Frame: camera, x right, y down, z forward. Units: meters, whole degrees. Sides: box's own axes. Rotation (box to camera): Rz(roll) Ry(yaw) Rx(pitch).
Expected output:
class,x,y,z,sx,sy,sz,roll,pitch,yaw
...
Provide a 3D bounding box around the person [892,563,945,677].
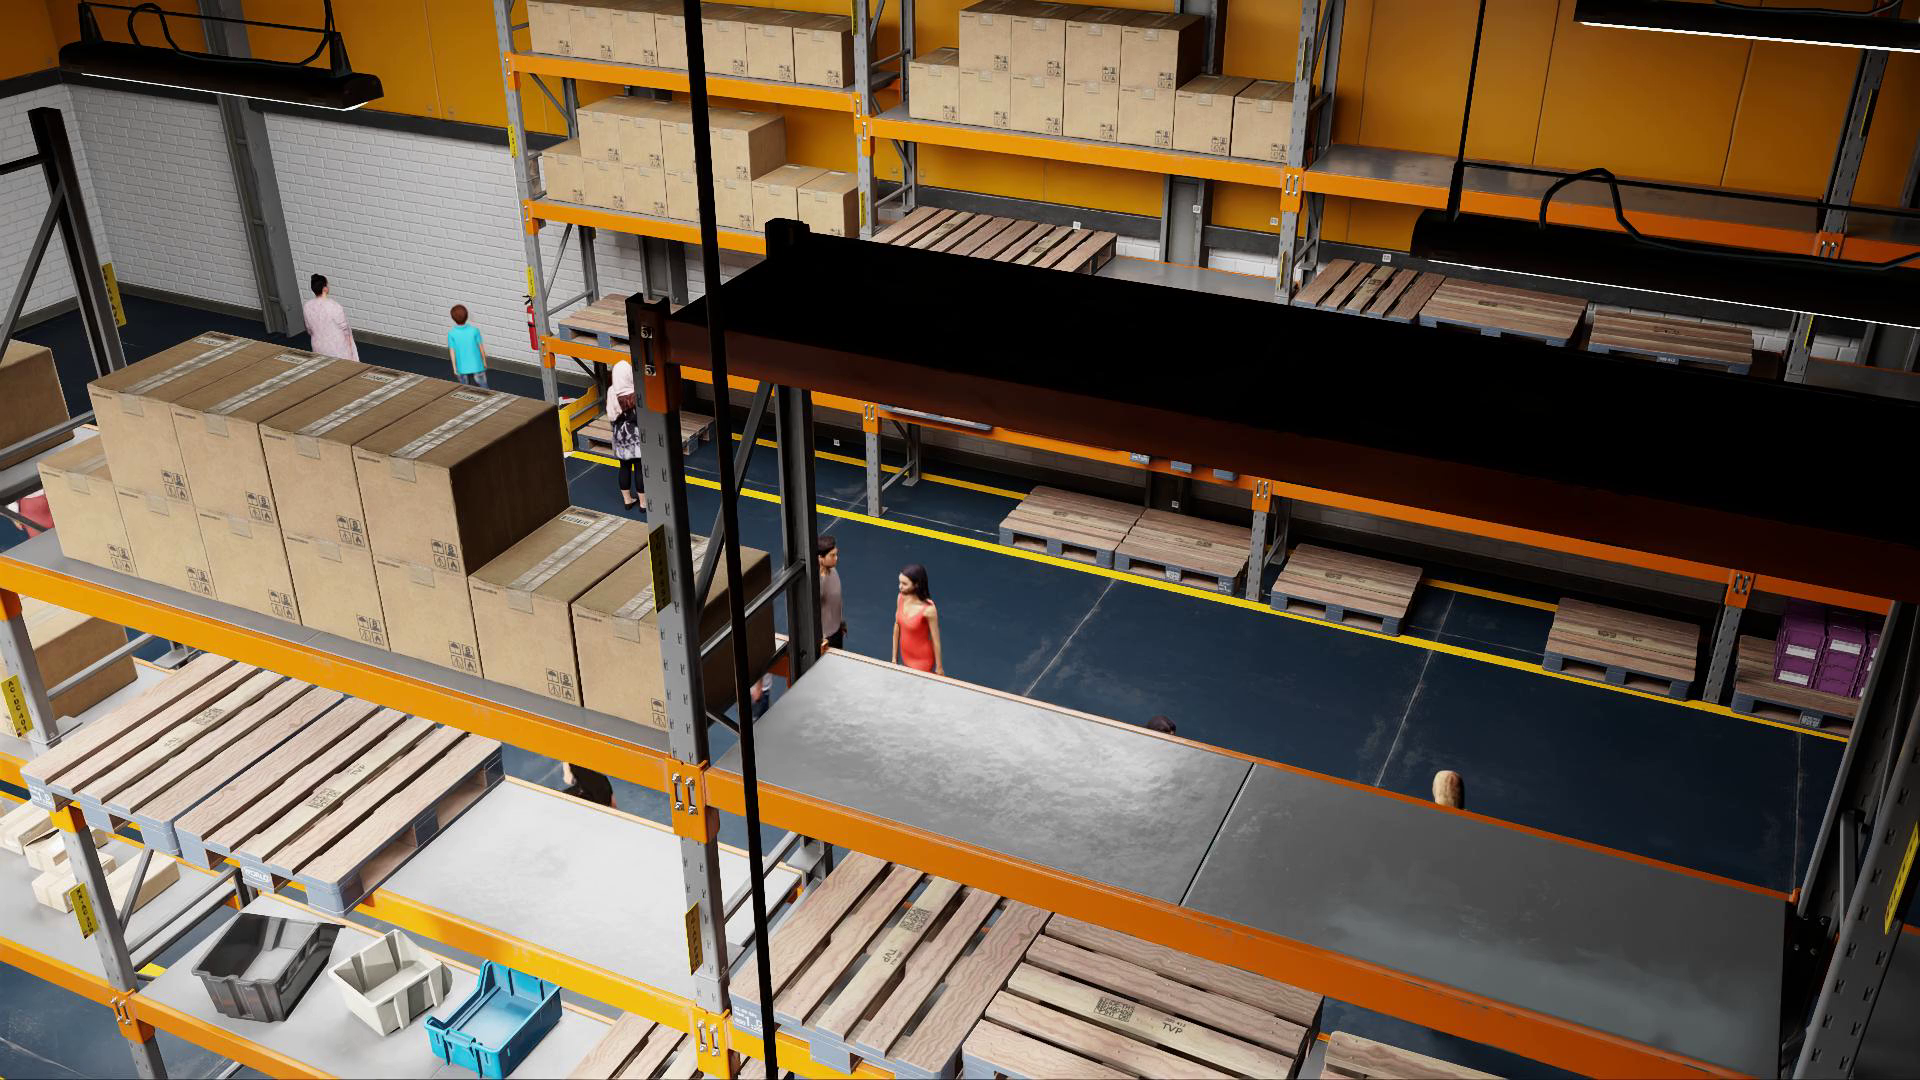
class,x,y,z,sx,sy,sz,roll,pitch,yaw
person,-0.272,0.926,13.172,0.966,1.670,1.167,-24,36,-36

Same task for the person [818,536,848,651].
class,x,y,z,sx,sy,sz,roll,pitch,yaw
person,-1.168,0.715,13.521,0.818,1.706,0.684,8,30,15

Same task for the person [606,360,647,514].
class,x,y,z,sx,sy,sz,roll,pitch,yaw
person,-3.335,-1.054,16.836,0.539,1.637,0.672,13,31,22

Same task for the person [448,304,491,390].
class,x,y,z,sx,sy,sz,roll,pitch,yaw
person,-5.501,-1.964,18.685,0.710,1.464,0.763,-7,29,-13

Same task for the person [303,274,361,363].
class,x,y,z,sx,sy,sz,roll,pitch,yaw
person,-7.106,-2.186,18.799,0.619,1.743,0.787,7,29,13
